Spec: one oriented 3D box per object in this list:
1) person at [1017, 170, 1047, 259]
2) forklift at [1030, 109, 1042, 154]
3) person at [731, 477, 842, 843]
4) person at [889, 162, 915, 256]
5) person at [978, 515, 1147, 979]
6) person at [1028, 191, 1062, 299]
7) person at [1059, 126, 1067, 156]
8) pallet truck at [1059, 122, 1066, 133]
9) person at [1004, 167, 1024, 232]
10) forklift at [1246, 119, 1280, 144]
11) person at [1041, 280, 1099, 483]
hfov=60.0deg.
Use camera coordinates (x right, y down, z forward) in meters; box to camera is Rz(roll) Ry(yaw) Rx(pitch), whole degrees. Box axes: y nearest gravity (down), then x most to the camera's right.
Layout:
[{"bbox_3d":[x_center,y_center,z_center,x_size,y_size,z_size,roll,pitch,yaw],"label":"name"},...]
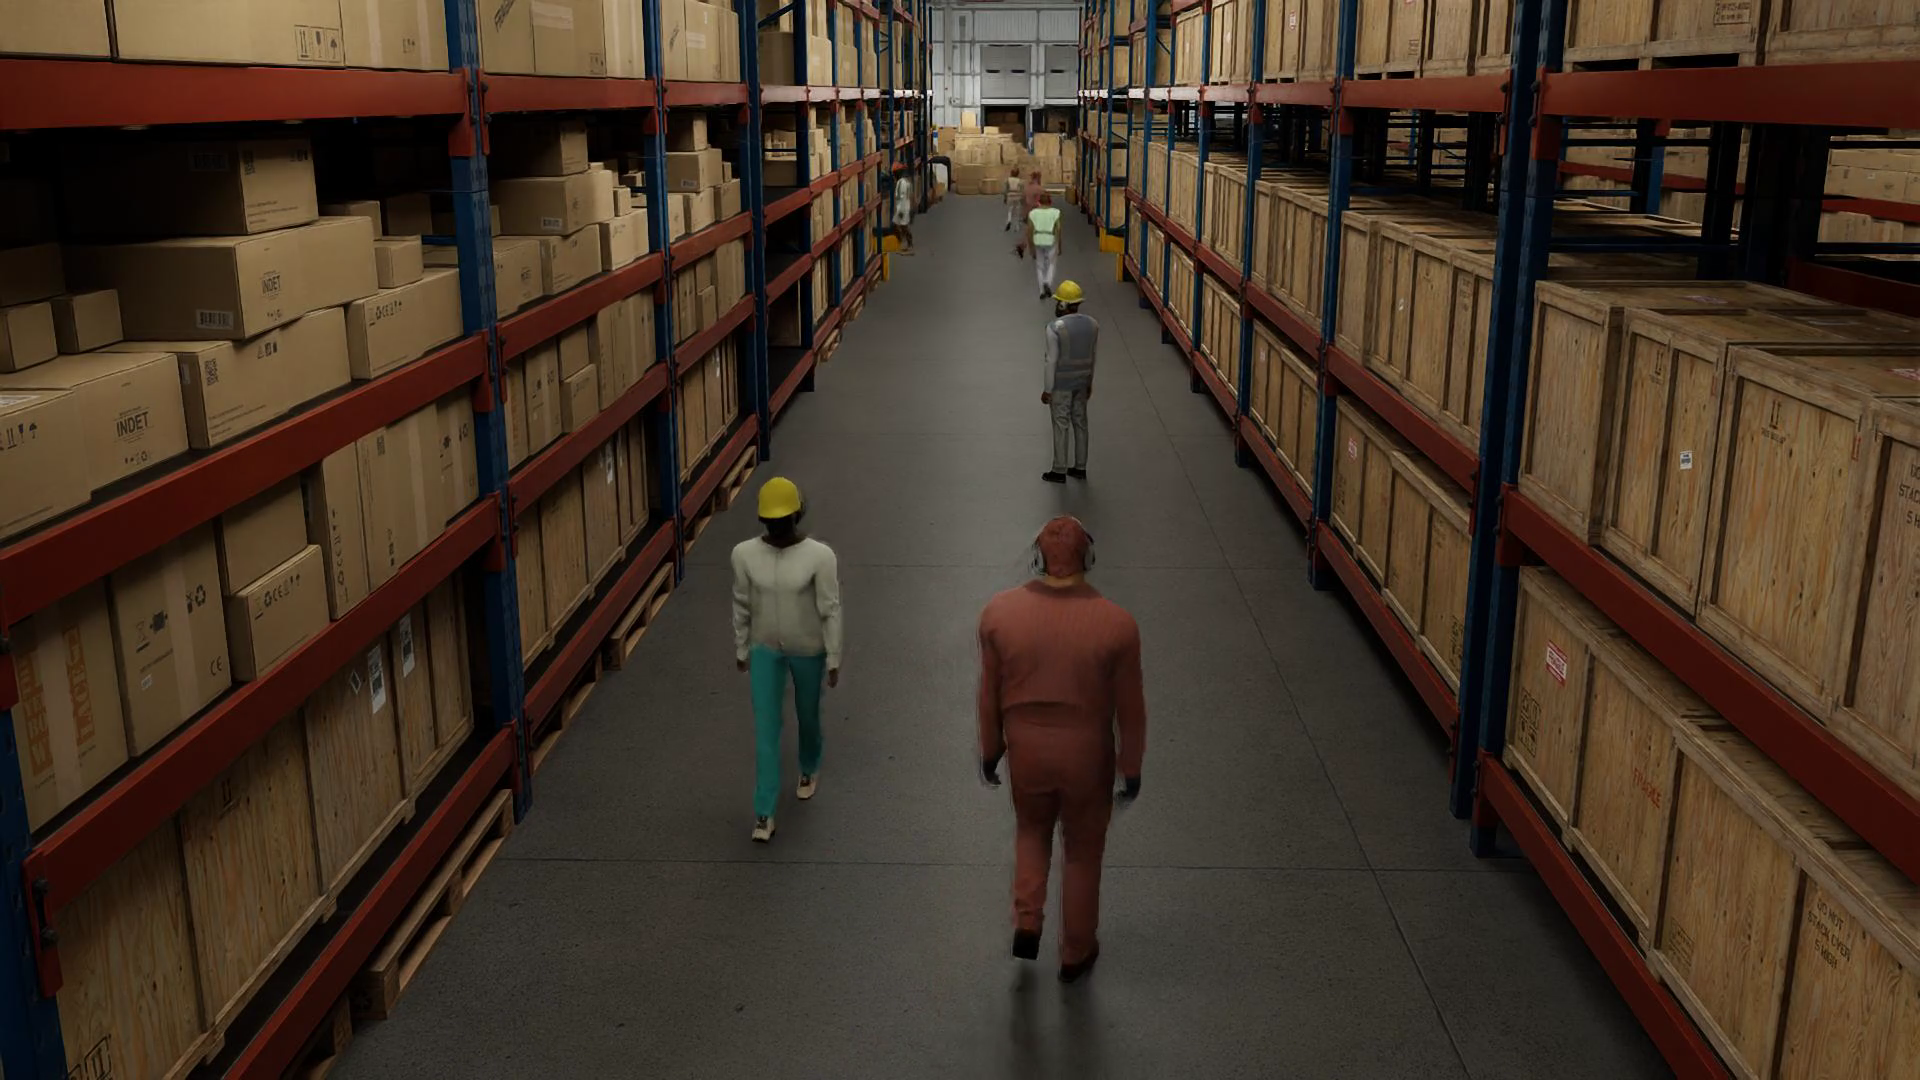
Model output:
[{"bbox_3d":[1.531,-6.883,35.286,0.716,1.890,0.654,-7,16,-24],"label":"person"},{"bbox_3d":[3.239,-16.823,70.386,1.873,2.768,1.129,4,15,13],"label":"forklift"},{"bbox_3d":[-0.832,0.532,8.004,0.542,1.712,0.903,1,15,4],"label":"person"},{"bbox_3d":[-1.273,-7.187,36.196,0.632,2.000,0.749,-3,15,-10],"label":"person"},{"bbox_3d":[0.414,0.826,6.598,0.674,1.886,0.424,5,16,16],"label":"person"},{"bbox_3d":[1.472,-5.091,28.711,0.595,1.831,0.531,3,15,11],"label":"person"},{"bbox_3d":[4.957,-19.296,81.480,0.576,1.881,0.354,0,15,0],"label":"person"},{"bbox_3d":[5.788,-21.111,88.014,1.885,1.965,0.823,5,16,18],"label":"pallet truck"},{"bbox_3d":[1.388,-8.711,42.581,0.533,1.624,0.405,3,15,9],"label":"person"},{"bbox_3d":[7.708,-9.269,42.277,1.129,2.768,1.873,0,15,2],"label":"forklift"},{"bbox_3d":[0.977,-1.436,15.111,0.600,1.836,0.404,-11,19,-36],"label":"person"}]
